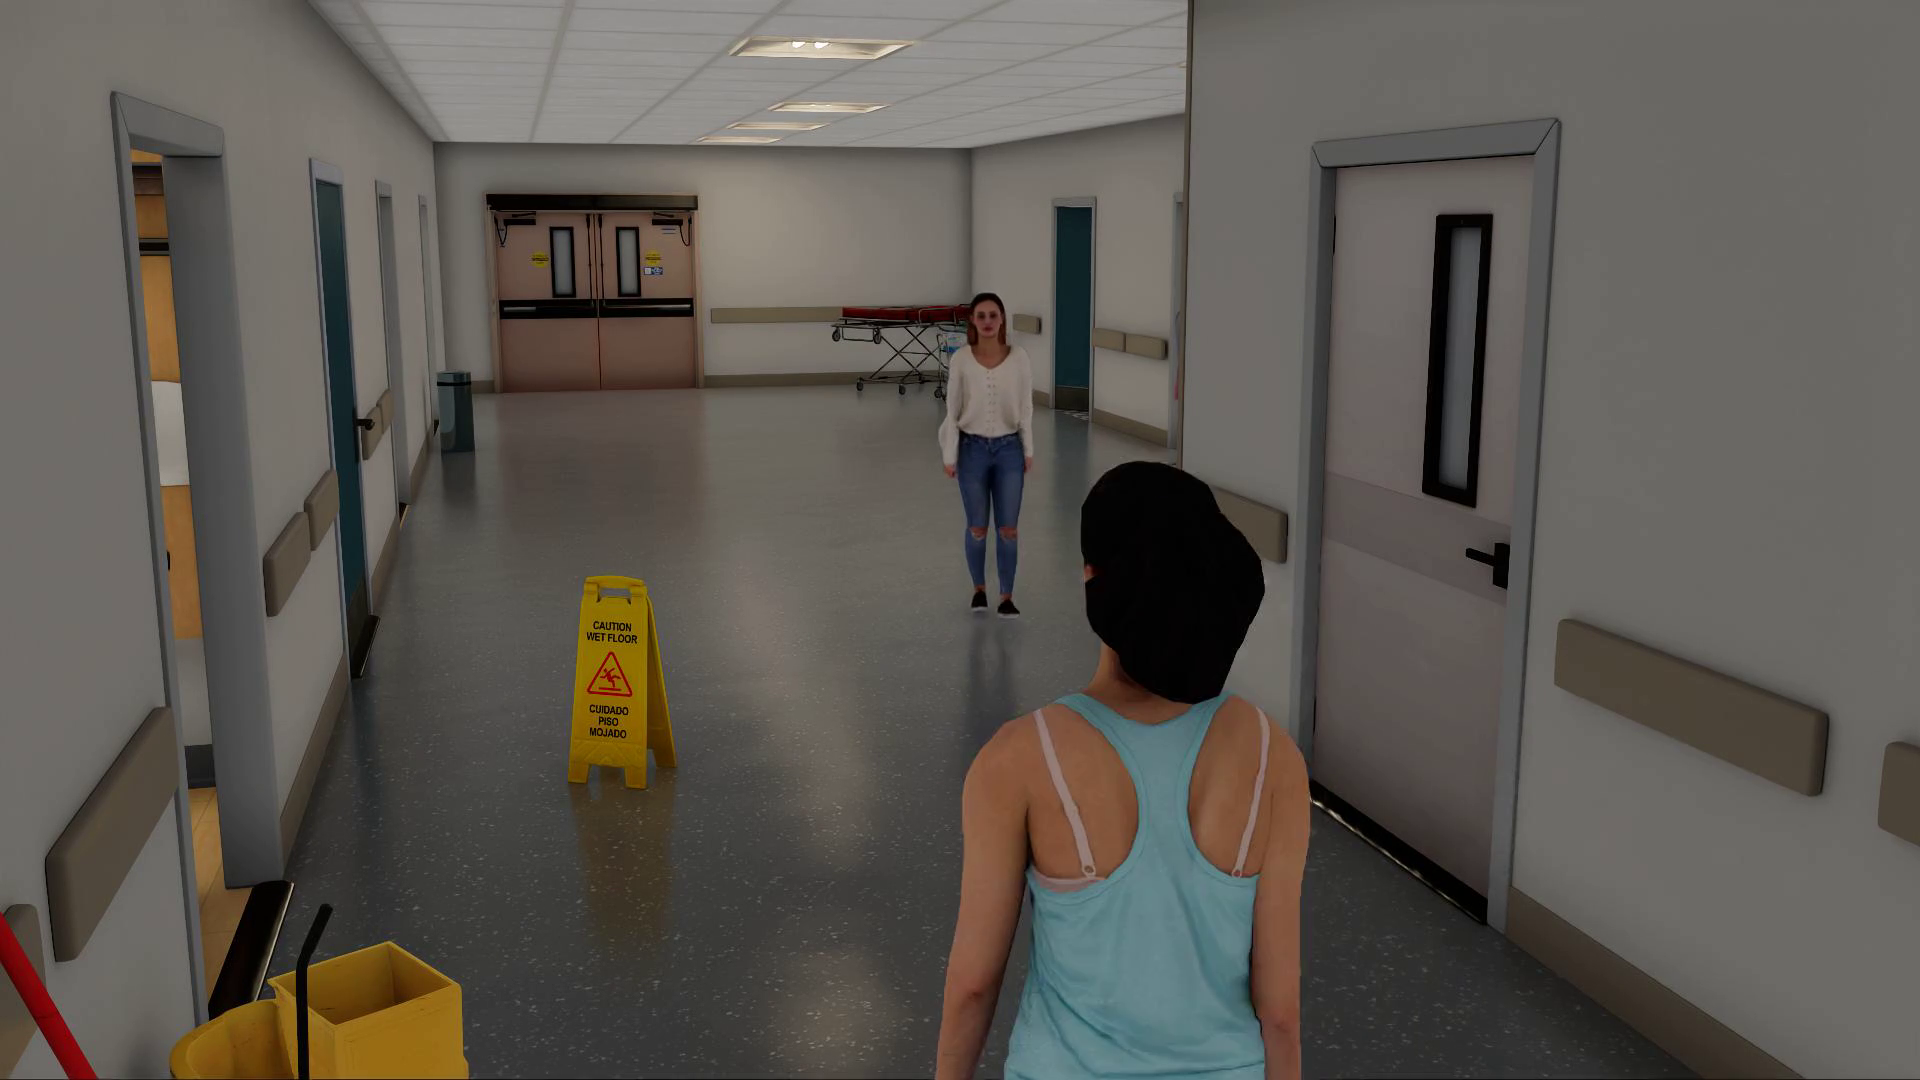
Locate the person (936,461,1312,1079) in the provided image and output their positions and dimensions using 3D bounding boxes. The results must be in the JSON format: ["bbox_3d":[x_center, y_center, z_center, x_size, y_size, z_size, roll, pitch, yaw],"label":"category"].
[{"bbox_3d":[0.214,0.819,1.950,0.700,1.717,1.229,-2,11,-8],"label":"person"}]

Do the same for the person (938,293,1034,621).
[{"bbox_3d":[0.139,-0.431,8.657,0.759,1.672,0.926,-1,11,-3],"label":"person"}]
